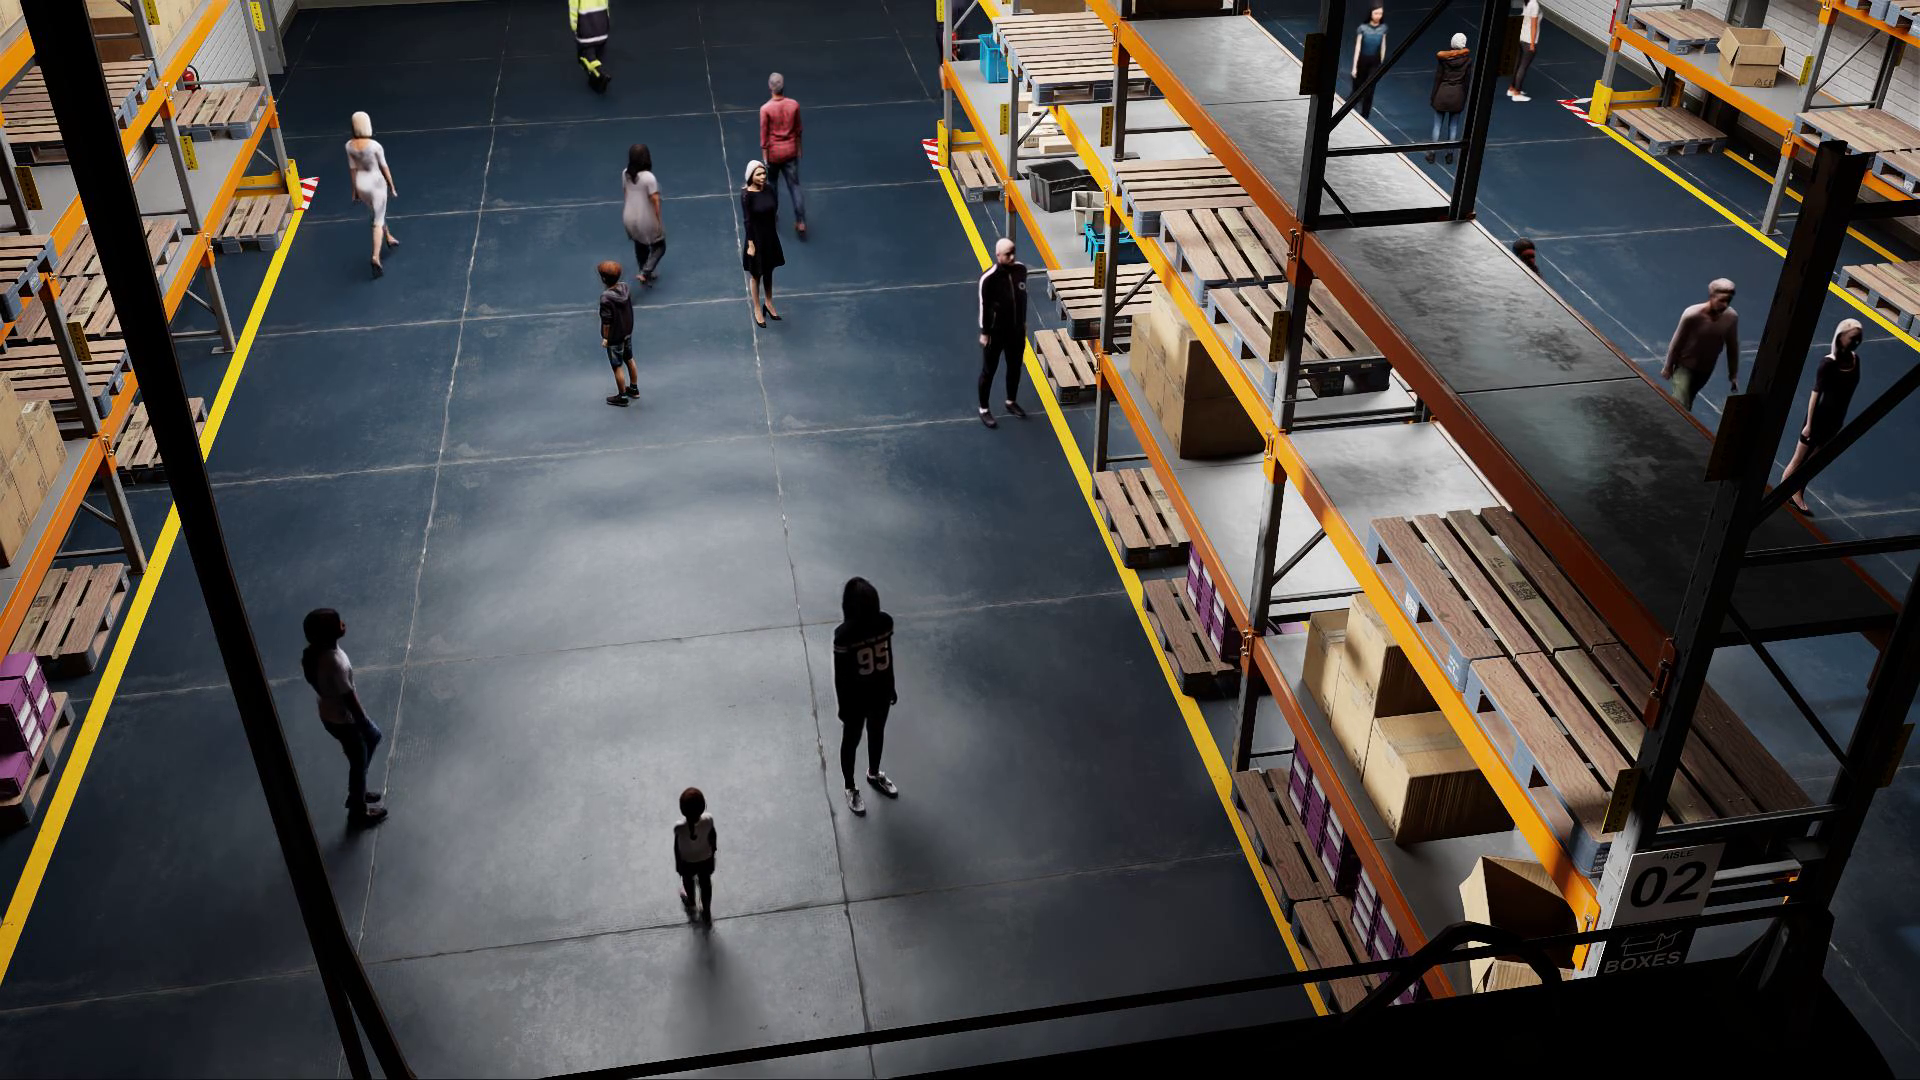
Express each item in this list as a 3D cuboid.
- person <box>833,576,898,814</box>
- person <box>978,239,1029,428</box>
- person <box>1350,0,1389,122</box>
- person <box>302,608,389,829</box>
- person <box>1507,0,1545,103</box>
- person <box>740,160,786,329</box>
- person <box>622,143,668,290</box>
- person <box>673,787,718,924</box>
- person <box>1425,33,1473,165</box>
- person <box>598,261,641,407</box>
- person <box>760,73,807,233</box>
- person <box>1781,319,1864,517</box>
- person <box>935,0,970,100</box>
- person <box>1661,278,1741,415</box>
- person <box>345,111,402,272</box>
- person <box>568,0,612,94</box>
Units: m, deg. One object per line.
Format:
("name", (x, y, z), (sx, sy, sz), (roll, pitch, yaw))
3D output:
("person", (-0.620, 0.999, 10.937), (0.692, 1.744, 0.697), (-22, 40, -30))
("person", (0.388, -1.930, 15.261), (0.734, 1.835, 0.718), (-20, 39, -27))
("person", (5.310, -6.188, 21.770), (0.654, 1.720, 0.887), (0, 34, 0))
("person", (-4.040, 1.174, 10.703), (0.782, 1.710, 0.695), (-22, 40, -30))
("person", (7.810, -6.901, 22.909), (0.658, 1.646, 0.510), (0, 34, -1))
("person", (-2.029, -3.043, 17.015), (0.743, 1.747, 0.697), (26, 41, 33))
("person", (-3.417, -3.411, 17.708), (0.840, 1.593, 0.910), (17, 37, 23))
("person", (-1.605, 1.953, 10.167), (0.492, 1.008, 0.578), (-14, 36, -20))
("person", (6.148, -5.543, 20.879), (0.682, 1.633, 0.675), (4, 34, 5))
("person", (-3.225, -1.959, 15.655), (0.687, 1.447, 0.613), (16, 37, 23))
("person", (-1.990, -4.362, 18.963), (0.927, 1.786, 1.304), (-14, 36, -21))
("person", (7.190, -0.997, 13.861), (0.644, 1.830, 0.595), (-16, 37, -23))
("person", (-0.181, -6.895, 22.894), (0.937, 1.653, 1.004), (17, 37, 24))
("person", (6.406, -1.503, 14.643), (0.789, 1.809, 1.279), (-4, 34, -6))
("person", (-6.425, -3.756, 18.125), (0.830, 1.705, 1.170), (5, 34, 7))
("person", (-5.063, -7.108, 22.933), (1.033, 1.966, 1.112), (-28, 43, -36))
